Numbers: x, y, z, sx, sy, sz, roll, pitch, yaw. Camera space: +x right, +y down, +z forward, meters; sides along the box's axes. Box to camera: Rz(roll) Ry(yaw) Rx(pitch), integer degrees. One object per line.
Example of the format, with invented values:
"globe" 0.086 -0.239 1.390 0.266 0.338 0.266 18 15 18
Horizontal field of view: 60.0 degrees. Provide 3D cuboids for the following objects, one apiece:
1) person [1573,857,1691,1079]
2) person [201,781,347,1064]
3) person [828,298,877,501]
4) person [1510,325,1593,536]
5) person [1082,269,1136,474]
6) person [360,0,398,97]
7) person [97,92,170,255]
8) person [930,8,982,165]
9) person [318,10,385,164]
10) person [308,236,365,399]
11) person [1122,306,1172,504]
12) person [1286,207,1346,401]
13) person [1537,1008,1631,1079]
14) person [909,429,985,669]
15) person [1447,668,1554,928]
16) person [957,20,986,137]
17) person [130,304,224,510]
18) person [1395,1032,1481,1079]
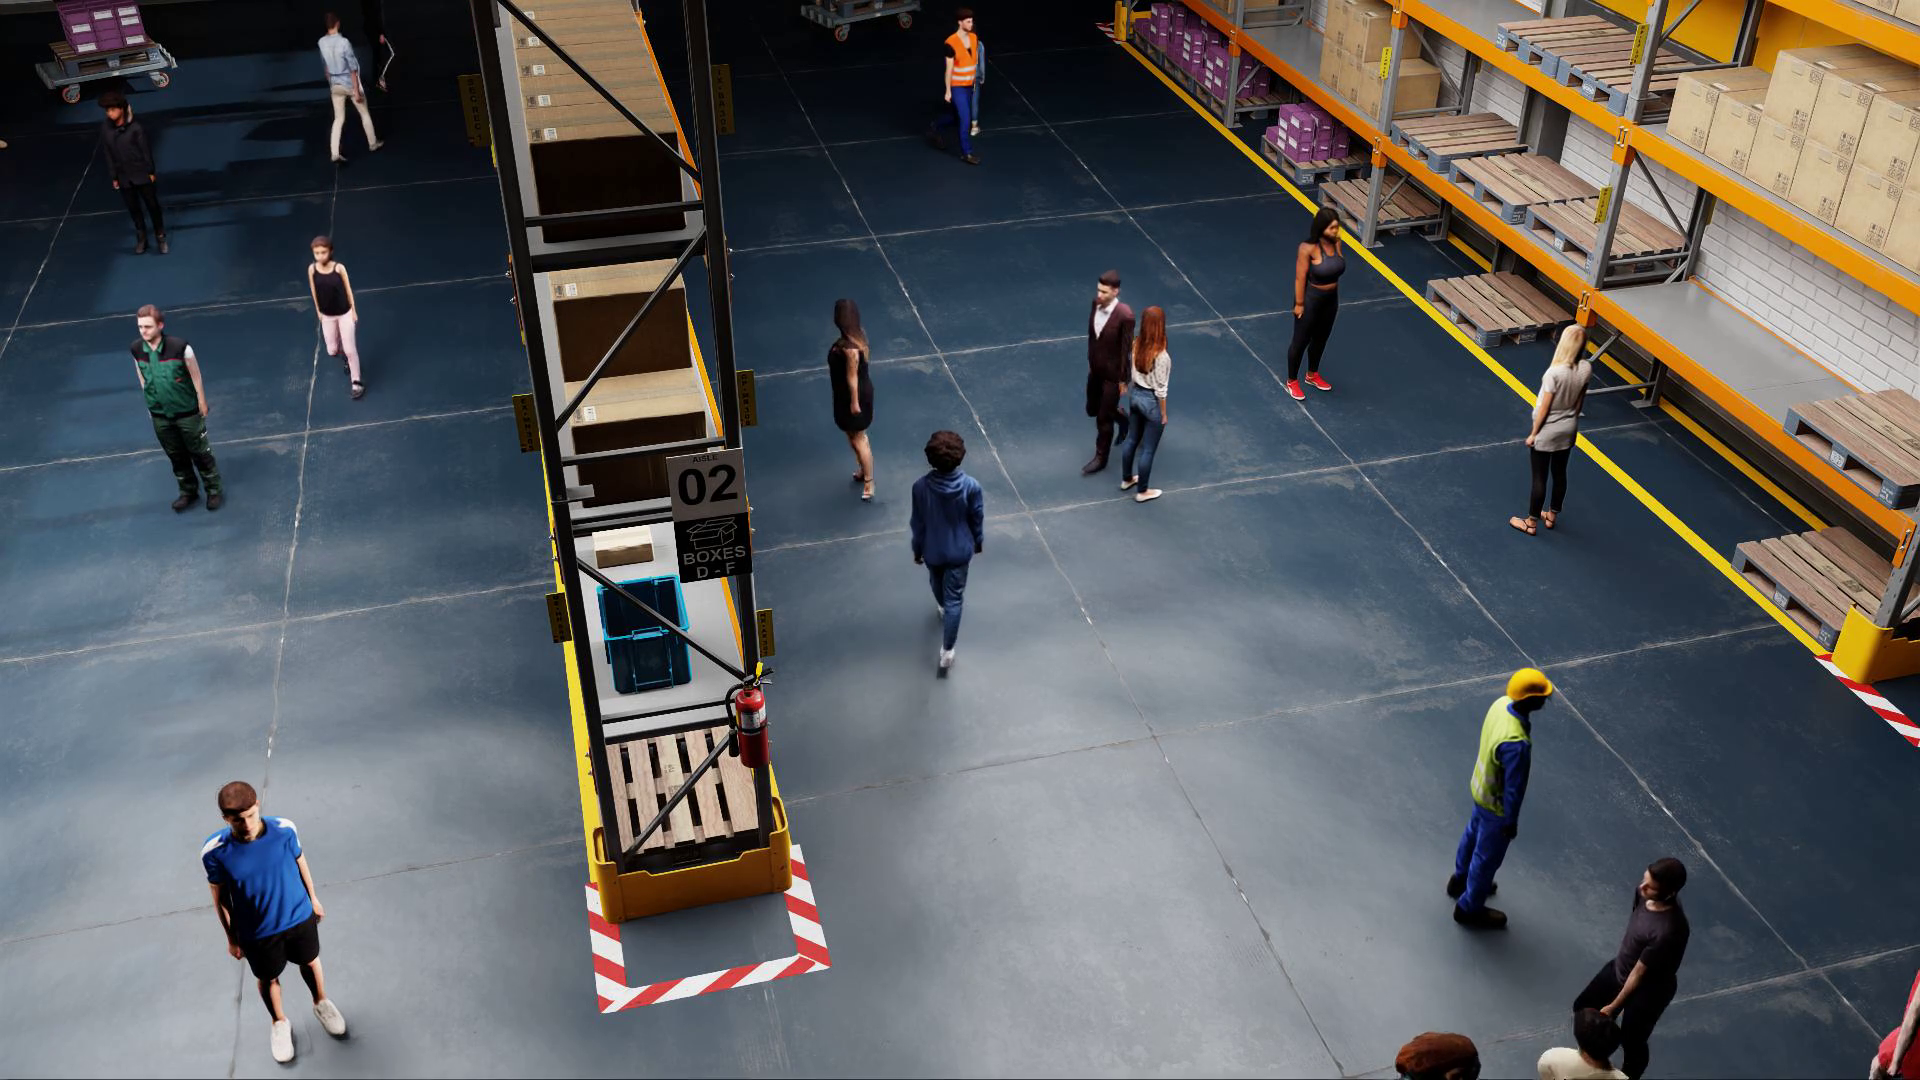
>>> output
"person" 3.593 2.310 8.604 0.789 1.743 0.711 2 34 3
"person" -3.698 2.005 8.952 0.736 1.866 0.705 -22 39 -29
"person" -0.850 -1.163 13.890 0.912 1.676 0.637 -8 34 -11
"person" 4.769 -0.873 13.319 0.643 1.825 0.569 -13 36 -19
"person" 1.322 -1.473 14.207 0.984 1.842 1.021 -24 41 -32
"person" -7.931 -6.807 22.364 0.696 1.695 0.795 26 41 33
"person" -8.999 -4.016 18.093 0.650 1.775 0.639 -5 34 -7
"person" -0.060 -5.587 20.385 1.217 1.854 1.073 25 41 32
"person" -7.551 -5.471 20.251 1.062 1.809 1.294 9 35 13
"person" -5.765 -2.115 15.434 0.594 1.552 0.833 -4 34 -6
"person" 1.549 -1.137 13.806 0.693 1.725 0.558 -20 38 -27
"person" 3.284 -2.209 15.337 0.734 1.816 0.717 -20 38 -27
"person" 2.873 2.849 7.943 0.695 1.578 0.763 26 42 33
"person" -0.099 0.088 11.924 0.970 1.769 1.265 3 34 5
"person" 3.157 1.492 9.773 0.799 1.812 0.650 4 34 6
"person" 0.103 -5.901 21.199 0.616 1.476 0.598 2 34 4
"person" -6.424 -1.087 13.627 0.699 1.841 0.651 -1 34 -1
"person" 2.228 2.814 8.088 0.659 1.475 0.611 -6 34 -9
